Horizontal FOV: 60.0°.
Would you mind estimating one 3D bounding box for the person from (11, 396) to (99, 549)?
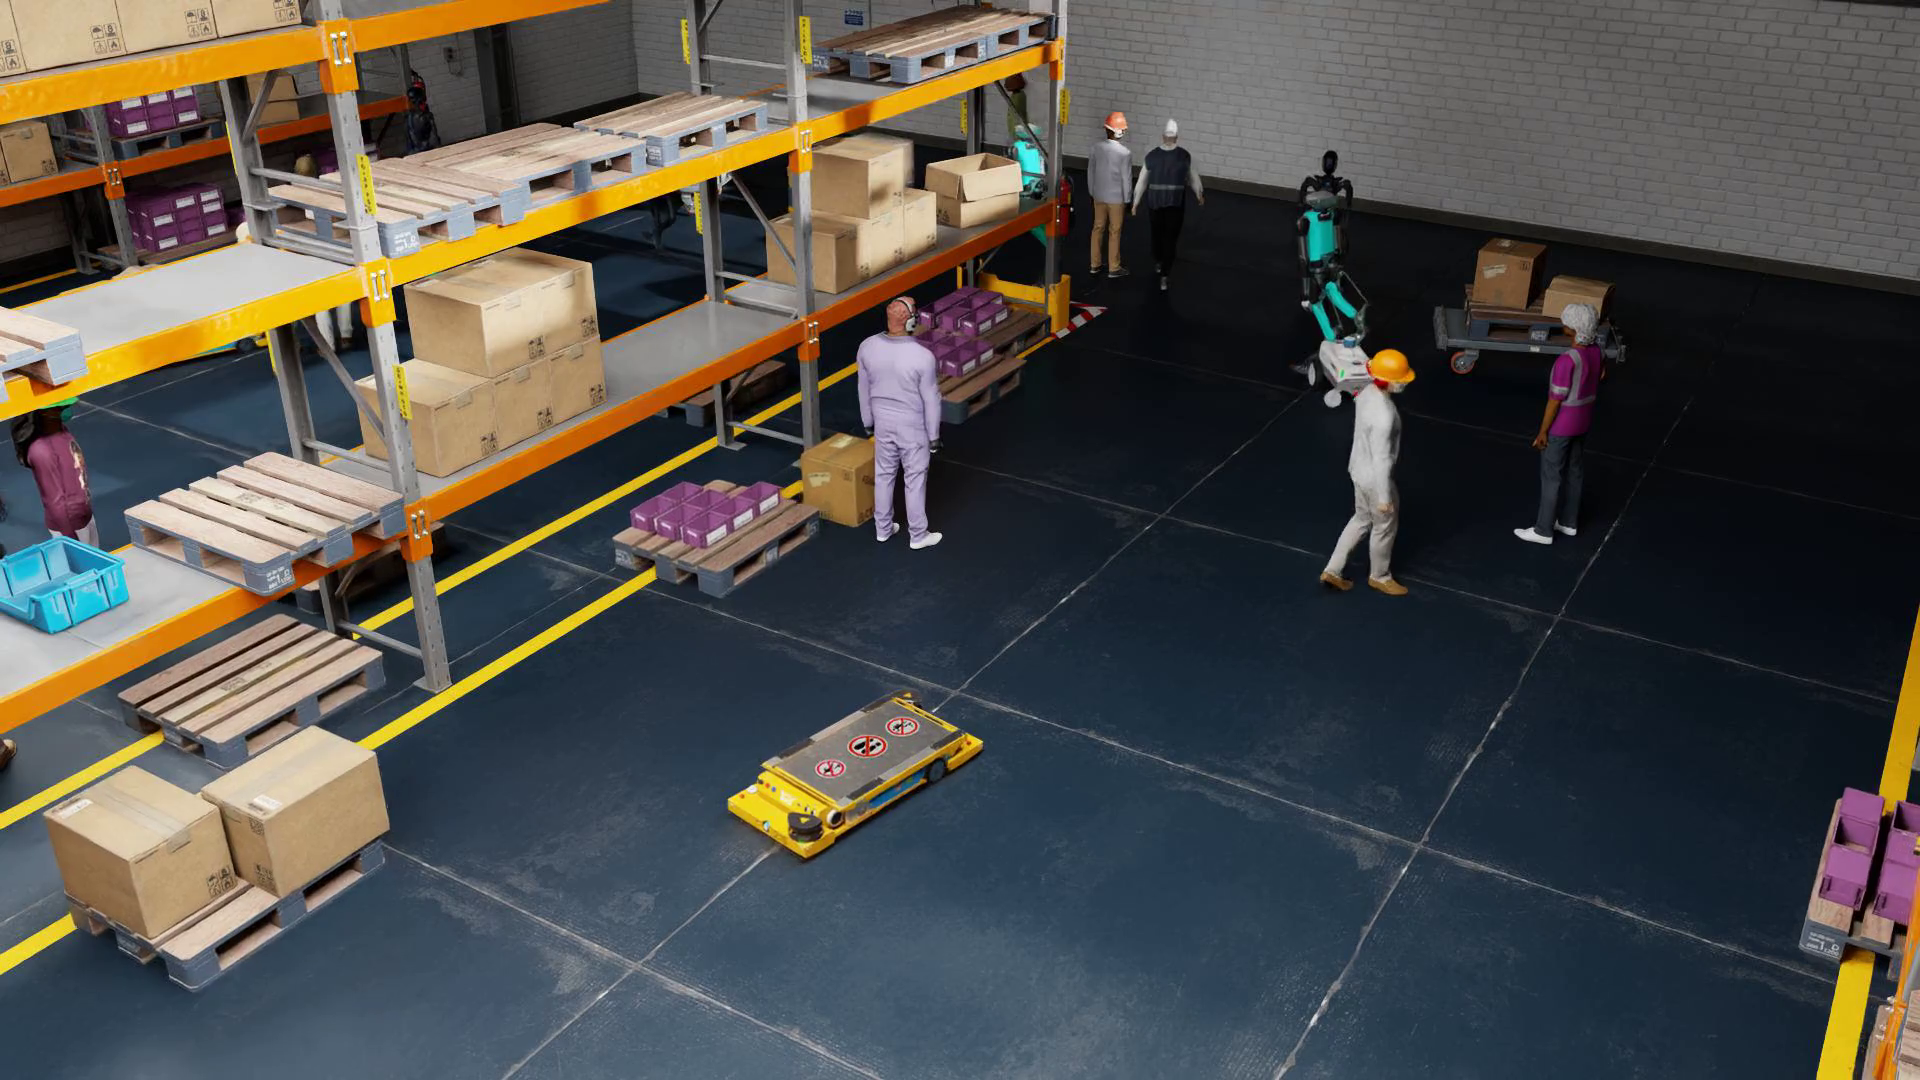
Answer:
[{"bbox_3d":[-5.655,-0.130,10.597,0.426,1.949,0.498,-7,28,-13],"label":"person"}]

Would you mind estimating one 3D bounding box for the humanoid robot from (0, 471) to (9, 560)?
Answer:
[{"bbox_3d":[-6.753,-0.359,11.355,0.612,1.638,0.448,13,30,24],"label":"humanoid robot"}]

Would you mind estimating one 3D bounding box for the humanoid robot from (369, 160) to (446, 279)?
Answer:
[{"bbox_3d":[-5.311,-2.880,16.239,0.532,1.749,0.776,19,33,33],"label":"humanoid robot"}]

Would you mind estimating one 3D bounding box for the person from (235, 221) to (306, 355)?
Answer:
[{"bbox_3d":[-6.323,-2.422,15.387,0.567,1.722,0.795,2,27,4],"label":"person"}]

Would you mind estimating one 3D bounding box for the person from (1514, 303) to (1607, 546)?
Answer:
[{"bbox_3d":[4.428,-0.850,12.137,0.519,1.840,0.316,-17,32,-31],"label":"person"}]

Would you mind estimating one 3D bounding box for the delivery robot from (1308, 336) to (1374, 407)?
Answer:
[{"bbox_3d":[3.445,-1.532,14.922,0.523,0.614,0.786,-2,27,-4],"label":"delivery robot"}]

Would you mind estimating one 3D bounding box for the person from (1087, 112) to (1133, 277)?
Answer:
[{"bbox_3d":[1.630,-3.715,17.876,0.572,1.748,0.341,23,35,38],"label":"person"}]

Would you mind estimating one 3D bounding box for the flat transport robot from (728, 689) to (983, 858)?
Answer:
[{"bbox_3d":[-0.583,1.318,9.602,0.659,0.231,1.431,23,35,37],"label":"flat transport robot"}]

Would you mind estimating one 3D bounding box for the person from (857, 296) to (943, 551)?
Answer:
[{"bbox_3d":[-0.409,-0.841,12.048,0.653,1.906,0.410,14,30,26],"label":"person"}]

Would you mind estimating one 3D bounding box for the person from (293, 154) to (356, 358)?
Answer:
[{"bbox_3d":[-6.023,-2.678,15.650,0.668,1.921,0.609,-13,30,-23],"label":"person"}]

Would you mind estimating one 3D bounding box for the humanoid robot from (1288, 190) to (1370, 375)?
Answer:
[{"bbox_3d":[3.352,-2.214,14.945,0.573,1.752,0.947,-18,32,-32],"label":"humanoid robot"}]

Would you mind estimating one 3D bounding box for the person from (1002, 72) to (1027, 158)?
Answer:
[{"bbox_3d":[0.775,-4.990,20.555,0.757,1.605,0.507,9,28,17],"label":"person"}]

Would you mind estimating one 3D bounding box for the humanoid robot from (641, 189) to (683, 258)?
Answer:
[{"bbox_3d":[-3.406,-3.978,18.477,0.443,1.646,0.598,14,30,26],"label":"humanoid robot"}]

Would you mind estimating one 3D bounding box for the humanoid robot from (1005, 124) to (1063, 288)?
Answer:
[{"bbox_3d":[0.866,-3.323,17.214,0.793,1.859,0.533,23,35,38],"label":"humanoid robot"}]

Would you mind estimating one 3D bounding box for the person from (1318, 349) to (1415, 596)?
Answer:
[{"bbox_3d":[2.842,-0.455,11.344,0.638,1.856,0.646,-2,27,-3],"label":"person"}]

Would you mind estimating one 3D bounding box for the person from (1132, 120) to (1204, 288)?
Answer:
[{"bbox_3d":[2.223,-3.607,17.710,0.728,1.715,0.881,8,28,15],"label":"person"}]

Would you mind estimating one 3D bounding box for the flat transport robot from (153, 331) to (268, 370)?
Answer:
[{"bbox_3d":[-7.301,-1.931,16.004,1.431,0.231,0.659,-20,33,-34],"label":"flat transport robot"}]

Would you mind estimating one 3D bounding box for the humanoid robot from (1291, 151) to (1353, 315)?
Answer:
[{"bbox_3d":[3.657,-3.125,16.810,0.589,1.634,0.549,4,27,8],"label":"humanoid robot"}]

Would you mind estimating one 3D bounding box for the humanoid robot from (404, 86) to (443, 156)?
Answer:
[{"bbox_3d":[-6.249,-4.449,19.405,0.600,1.644,0.388,16,31,29],"label":"humanoid robot"}]

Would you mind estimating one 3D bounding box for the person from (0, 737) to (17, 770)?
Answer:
[{"bbox_3d":[-5.862,0.534,9.414,0.620,1.840,0.431,-7,28,-13],"label":"person"}]

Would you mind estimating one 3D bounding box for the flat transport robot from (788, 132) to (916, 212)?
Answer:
[{"bbox_3d":[-1.326,-3.969,20.018,1.431,0.231,0.659,20,33,34],"label":"flat transport robot"}]
